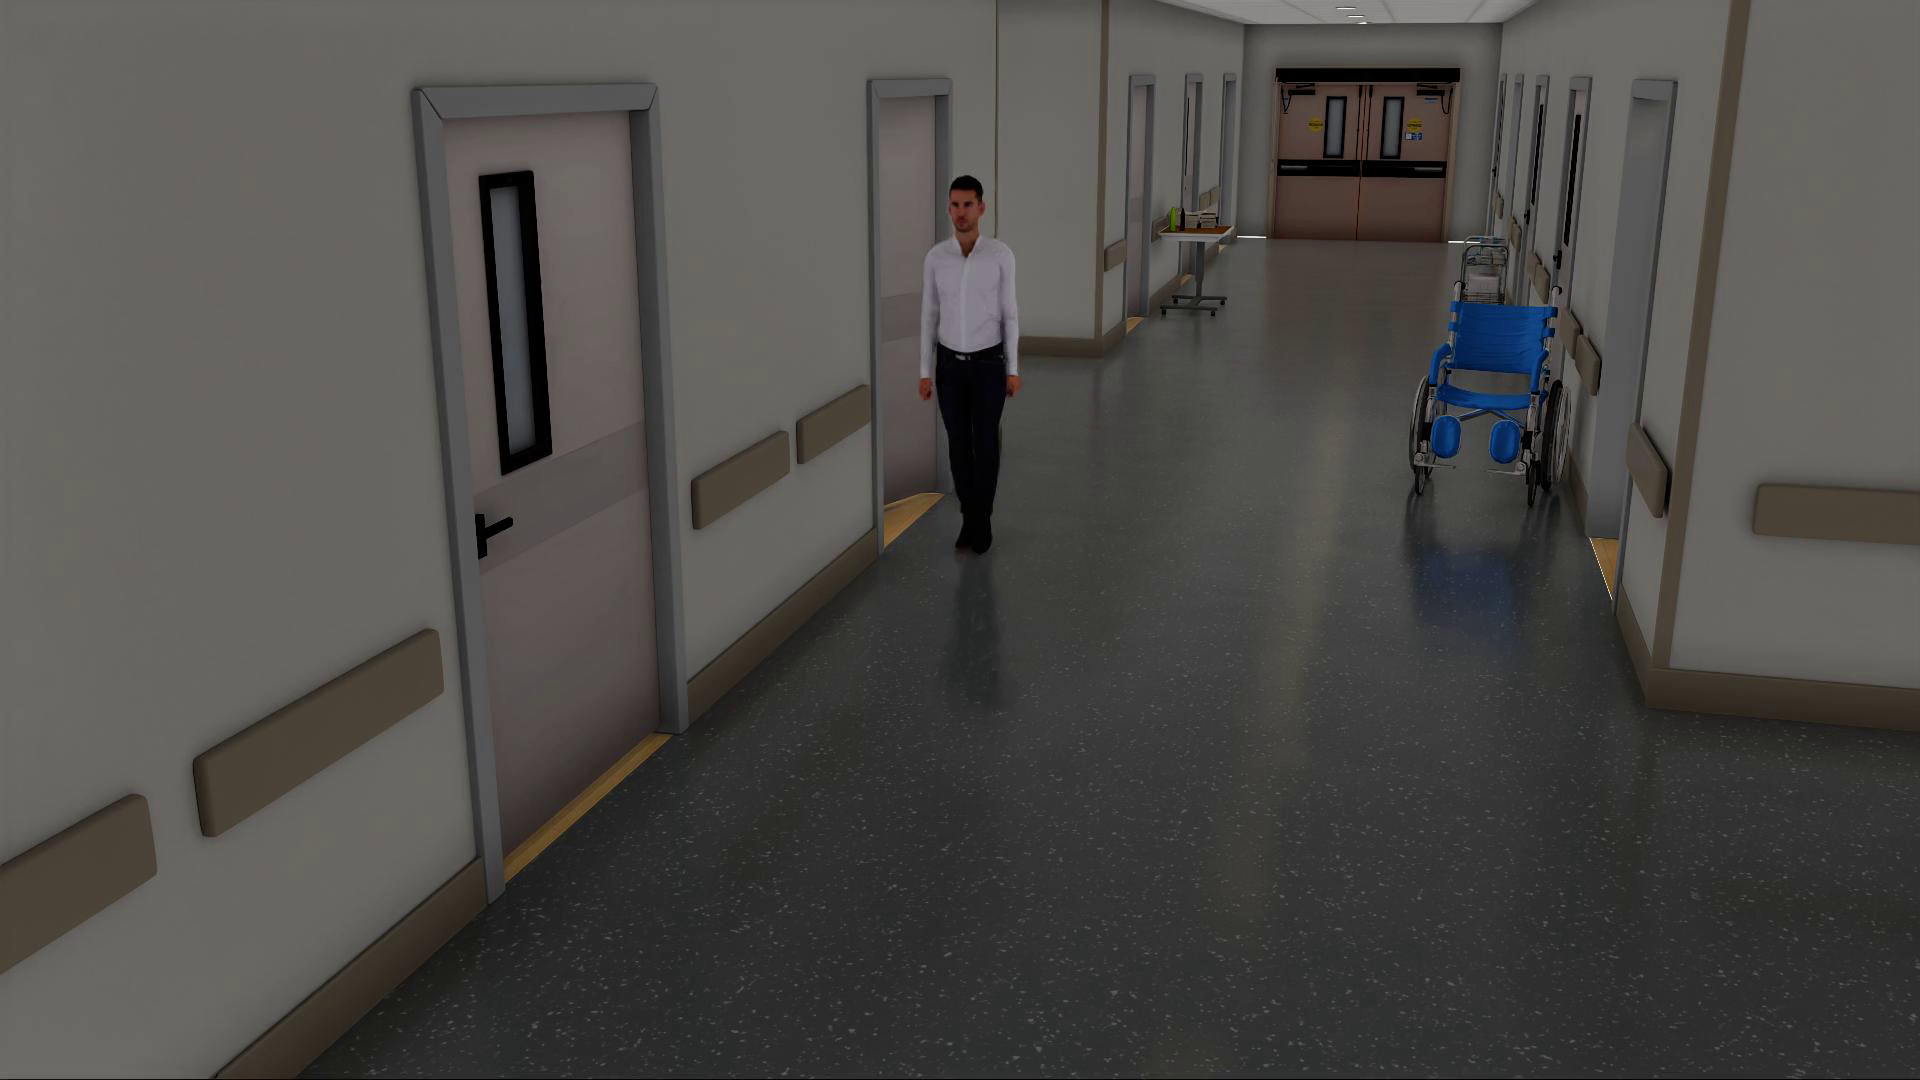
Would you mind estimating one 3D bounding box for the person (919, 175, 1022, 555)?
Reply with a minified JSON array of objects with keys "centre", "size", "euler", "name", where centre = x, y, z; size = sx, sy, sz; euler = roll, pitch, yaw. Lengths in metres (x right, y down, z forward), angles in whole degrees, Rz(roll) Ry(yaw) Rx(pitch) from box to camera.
[{"centre":[0.078,-0.890,8.373],"size":[0.634,1.853,0.619],"euler":[5,16,16],"name":"person"}]
